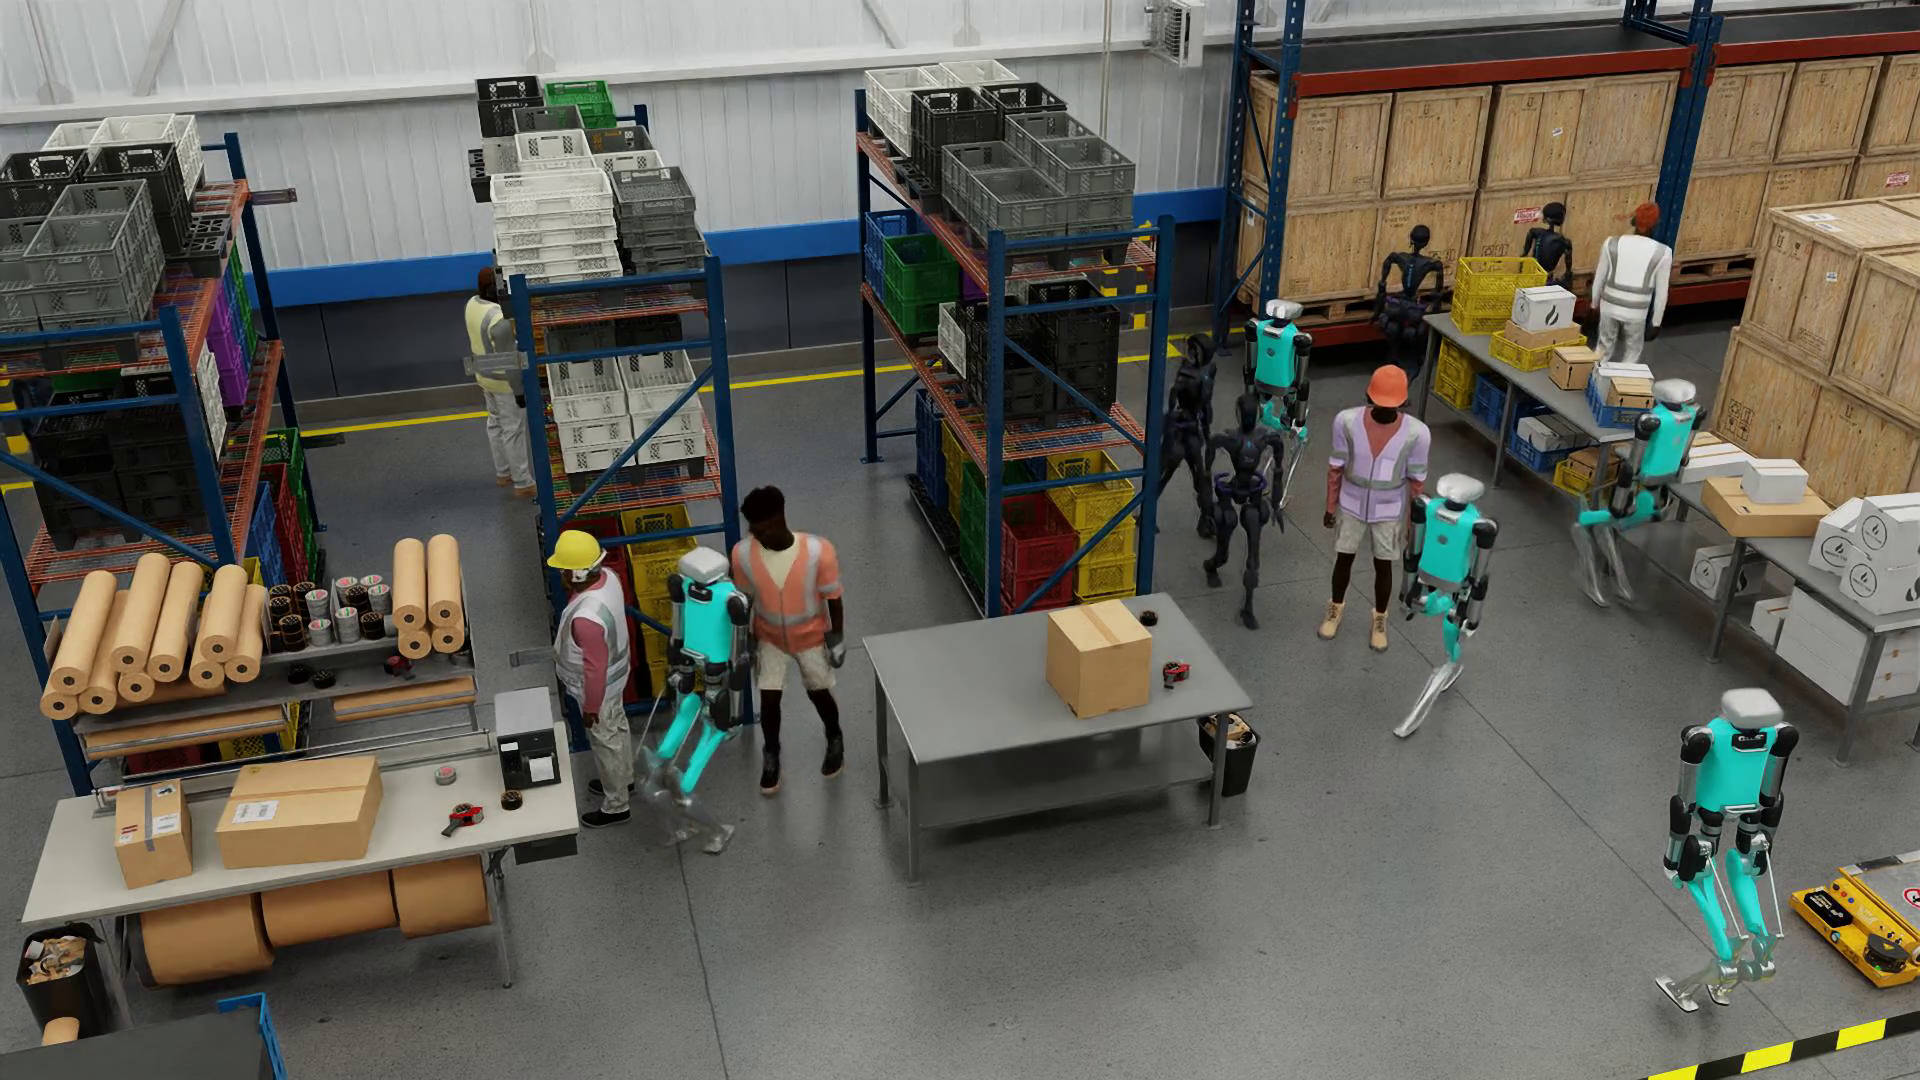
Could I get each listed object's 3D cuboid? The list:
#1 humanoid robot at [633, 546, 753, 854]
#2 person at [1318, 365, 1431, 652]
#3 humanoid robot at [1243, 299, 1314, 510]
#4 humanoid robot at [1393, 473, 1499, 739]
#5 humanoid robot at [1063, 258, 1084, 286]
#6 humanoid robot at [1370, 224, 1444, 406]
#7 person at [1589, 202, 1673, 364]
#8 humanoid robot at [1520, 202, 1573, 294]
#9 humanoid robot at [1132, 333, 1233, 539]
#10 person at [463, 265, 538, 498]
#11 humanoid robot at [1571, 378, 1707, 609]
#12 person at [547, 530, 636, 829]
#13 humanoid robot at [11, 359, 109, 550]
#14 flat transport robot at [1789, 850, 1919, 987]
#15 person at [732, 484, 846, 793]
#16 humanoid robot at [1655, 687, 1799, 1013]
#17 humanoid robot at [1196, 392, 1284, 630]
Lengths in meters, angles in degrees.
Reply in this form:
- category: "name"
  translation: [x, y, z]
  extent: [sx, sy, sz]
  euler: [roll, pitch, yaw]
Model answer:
- category: "humanoid robot"
  translation: [-1.463, 0.942, 8.919]
  extent: [0.530, 1.766, 0.743]
  euler: [18, 34, 29]
- category: "person"
  translation: [2.647, -0.200, 10.703]
  extent: [0.613, 2.031, 0.439]
  euler: [12, 31, 21]
- category: "humanoid robot"
  translation: [2.445, -1.060, 12.426]
  extent: [0.533, 1.677, 0.735]
  euler: [21, 35, 34]
- category: "humanoid robot"
  translation: [3.018, 0.327, 10.095]
  extent: [0.546, 1.763, 1.040]
  euler: [23, 36, 36]
- category: "humanoid robot"
  translation: [0.668, -1.971, 14.288]
  extent: [0.888, 1.818, 0.586]
  euler: [5, 29, 10]
- category: "humanoid robot"
  translation: [3.788, -1.907, 14.179]
  extent: [0.600, 1.645, 0.475]
  euler: [14, 32, 24]
- category: "person"
  translation: [5.608, -1.926, 14.008]
  extent: [0.615, 1.866, 0.422]
  euler: [16, 33, 27]
- category: "humanoid robot"
  translation: [5.112, -2.179, 14.686]
  extent: [0.601, 1.656, 0.602]
  euler: [-15, 32, -25]
- category: "humanoid robot"
  translation: [1.648, -0.745, 12.094]
  extent: [0.786, 1.618, 0.609]
  euler: [23, 36, 35]
- category: "person"
  translation: [-3.478, -1.214, 12.744]
  extent: [0.430, 1.838, 0.619]
  euler: [-21, 35, -33]
- category: "humanoid robot"
  translation: [4.470, -0.378, 11.184]
  extent: [0.534, 1.677, 0.734]
  euler: [-12, 31, -21]
- category: "person"
  translation: [-2.011, 0.757, 9.162]
  extent: [0.404, 1.828, 0.600]
  euler: [-1, 29, -2]
- category: "humanoid robot"
  translation: [-6.454, -0.682, 11.965]
  extent: [0.585, 1.627, 0.486]
  euler: [2, 29, 4]
- category: "flat transport robot"
  translation: [5.163, 1.916, 8.676]
  extent: [1.431, 0.231, 0.659]
  euler: [-8, 30, -14]
- category: "person"
  translation: [-0.962, 0.547, 9.434]
  extent: [0.627, 1.935, 0.465]
  euler: [3, 29, 5]
- category: "humanoid robot"
  translation: [3.604, 1.540, 7.694]
  extent: [0.533, 1.679, 0.735]
  euler: [-3, 29, -5]
- category: "humanoid robot"
  translation: [1.895, -0.250, 11.218]
  extent: [0.590, 1.629, 0.755]
  euler: [-2, 29, -3]
